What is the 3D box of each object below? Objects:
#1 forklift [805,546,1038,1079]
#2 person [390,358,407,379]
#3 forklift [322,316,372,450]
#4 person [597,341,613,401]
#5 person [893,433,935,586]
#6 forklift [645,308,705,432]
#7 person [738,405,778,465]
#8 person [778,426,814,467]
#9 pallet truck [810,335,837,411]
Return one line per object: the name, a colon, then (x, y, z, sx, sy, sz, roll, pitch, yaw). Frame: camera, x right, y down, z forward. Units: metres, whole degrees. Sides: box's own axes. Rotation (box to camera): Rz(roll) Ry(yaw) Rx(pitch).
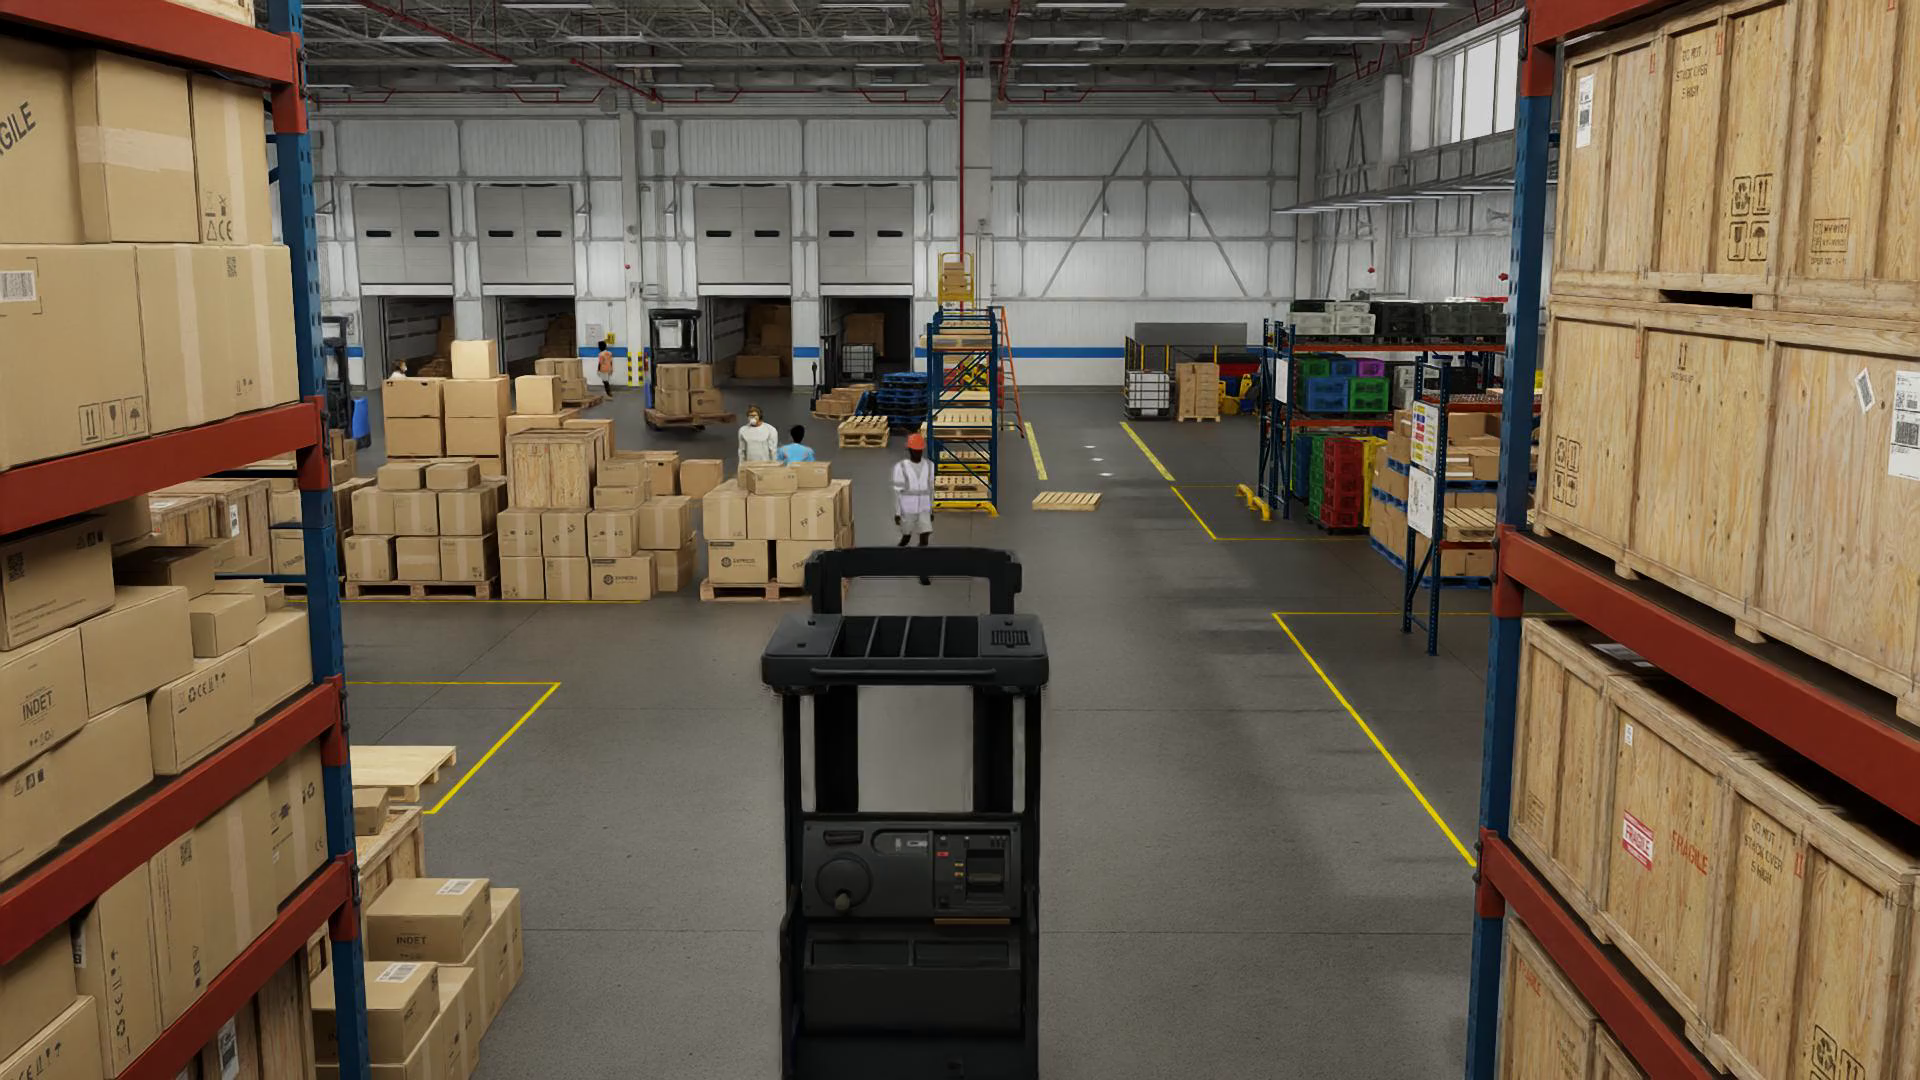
forklift: (-0.198, 1.426, 7.475, 1.129, 2.768, 1.873, 0, 10, 1)
person: (-11.678, -2.827, 34.730, 0.352, 1.937, 0.635, 0, 10, -2)
forklift: (-12.990, -3.195, 34.137, 1.129, 2.768, 1.873, 0, 10, 1)
person: (-9.926, -4.708, 46.305, 0.566, 1.674, 0.555, 4, 11, 23)
person: (-0.592, -0.420, 20.958, 0.562, 1.907, 0.947, -3, 10, -19)
forklift: (-6.707, -3.996, 38.759, 1.129, 2.768, 1.873, -3, 10, -19)
person: (-2.959, -1.020, 24.357, 0.628, 1.929, 0.363, 3, 10, 16)
person: (-2.374, -0.828, 24.037, 0.531, 1.643, 0.902, 0, 10, -2)
pallet truck: (-3.021, -4.312, 43.126, 1.885, 1.965, 0.823, 3, 10, 17)
